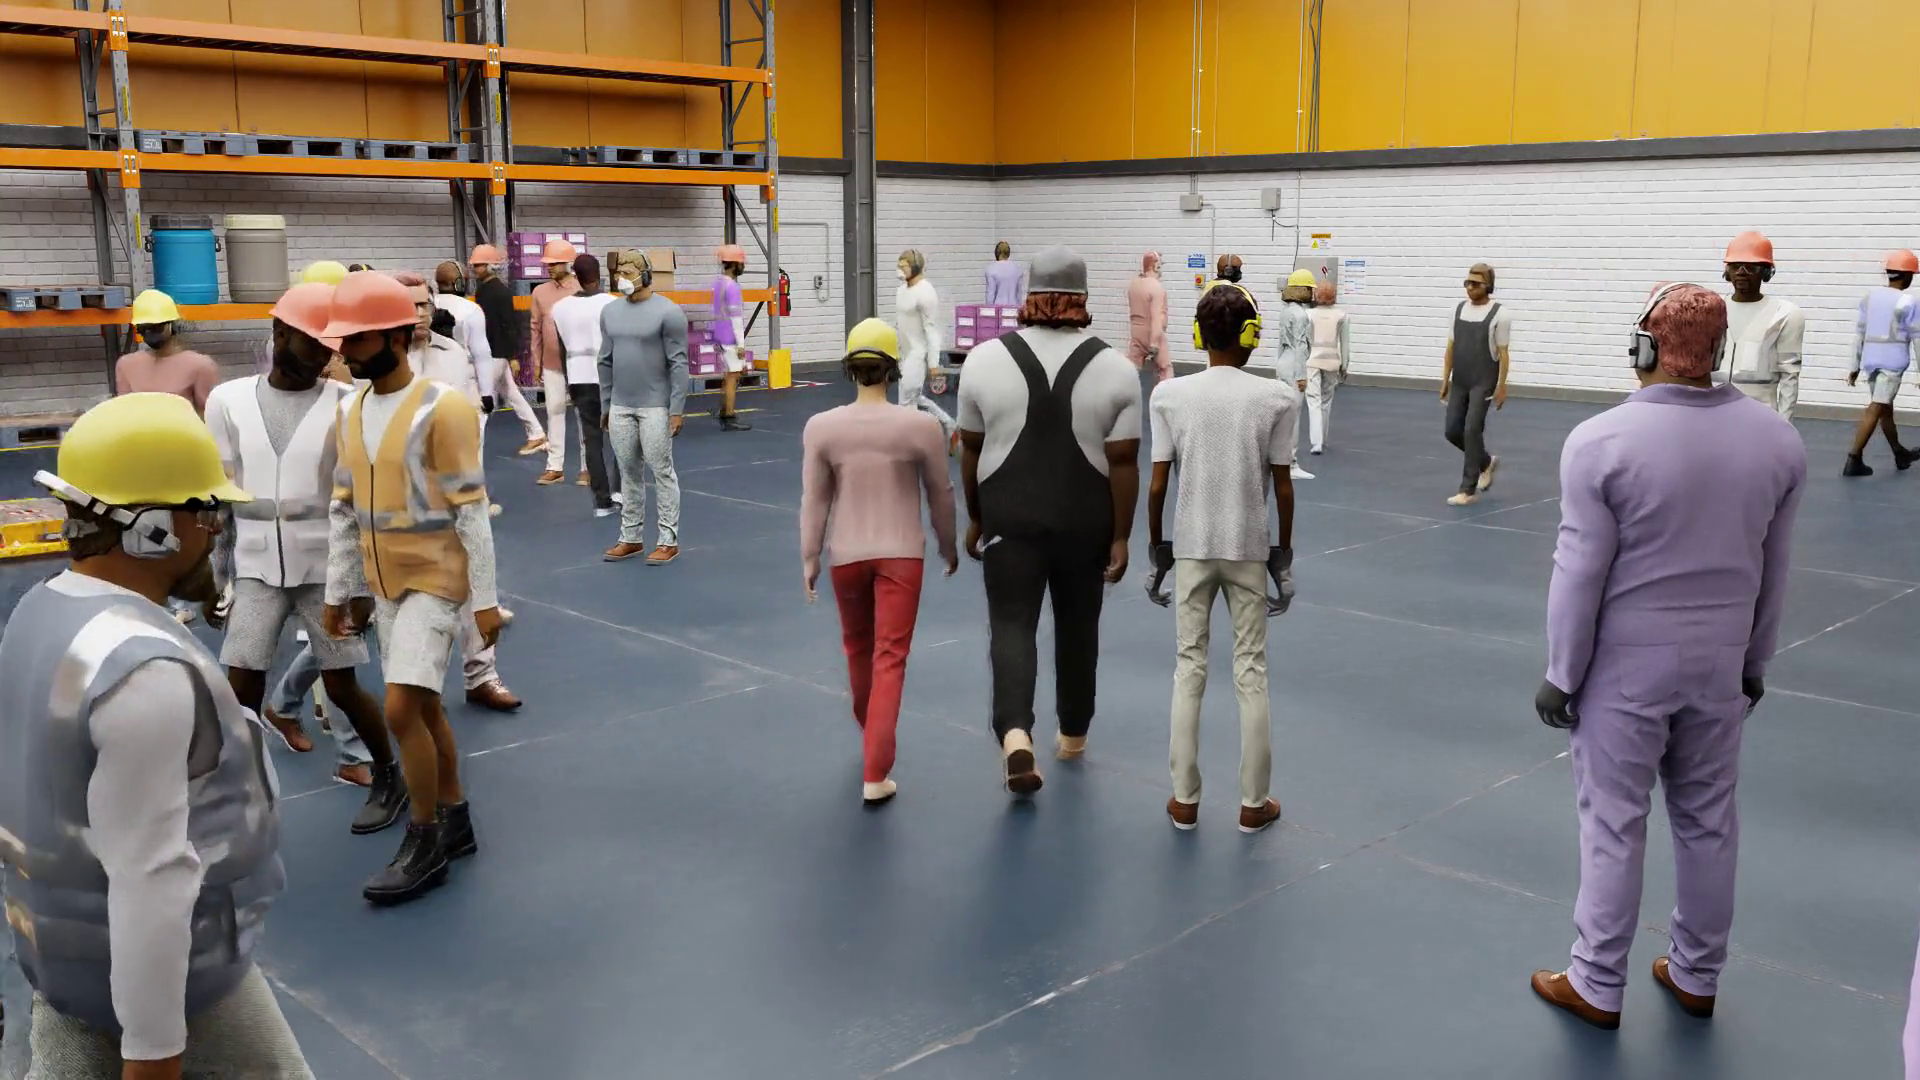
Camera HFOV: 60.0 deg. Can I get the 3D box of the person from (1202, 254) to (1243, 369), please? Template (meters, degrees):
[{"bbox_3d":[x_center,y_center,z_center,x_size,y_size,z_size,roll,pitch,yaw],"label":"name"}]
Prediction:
[{"bbox_3d":[2.591,-1.862,16.246,0.429,1.839,0.634,-3,11,-18],"label":"person"}]

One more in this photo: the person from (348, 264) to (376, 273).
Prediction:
[{"bbox_3d":[-4.393,-1.122,12.298,1.003,1.808,0.544,-5,11,-23],"label":"person"}]

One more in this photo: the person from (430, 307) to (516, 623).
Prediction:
[{"bbox_3d":[-2.611,-0.346,8.439,0.693,1.663,0.538,5,12,28],"label":"person"}]

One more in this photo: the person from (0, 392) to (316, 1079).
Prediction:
[{"bbox_3d":[-1.359,0.653,2.704,0.587,1.788,0.942,10,14,43],"label":"person"}]

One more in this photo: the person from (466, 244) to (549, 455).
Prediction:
[{"bbox_3d":[-4.224,-1.702,15.093,1.051,1.944,0.636,-7,13,-34],"label":"person"}]

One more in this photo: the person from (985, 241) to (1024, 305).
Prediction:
[{"bbox_3d":[0.591,-3.175,23.136,0.630,1.940,0.372,-8,13,-38],"label":"person"}]

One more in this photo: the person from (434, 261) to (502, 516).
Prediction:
[{"bbox_3d":[-3.604,-1.074,11.946,0.635,1.840,0.429,4,11,22],"label":"person"}]

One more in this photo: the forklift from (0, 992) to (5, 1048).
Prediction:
[{"bbox_3d":[-3.245,0.323,3.363,2.313,2.155,1.214,2,11,13],"label":"forklift"}]

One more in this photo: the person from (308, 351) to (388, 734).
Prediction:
[{"bbox_3d":[-2.557,-0.026,6.796,0.285,1.633,0.498,-5,12,-25],"label":"person"}]

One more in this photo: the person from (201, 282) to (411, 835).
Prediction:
[{"bbox_3d":[-2.177,0.106,5.473,0.591,1.901,0.657,-1,10,-3],"label":"person"}]

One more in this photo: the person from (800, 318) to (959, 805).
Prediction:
[{"bbox_3d":[-0.292,0.054,6.136,0.541,1.731,0.883,2,11,11],"label":"person"}]

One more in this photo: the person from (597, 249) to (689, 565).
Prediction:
[{"bbox_3d":[-1.965,-0.814,10.257,0.635,1.938,0.359,5,11,25],"label":"person"}]

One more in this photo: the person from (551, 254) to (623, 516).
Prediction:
[{"bbox_3d":[-2.637,-1.119,12.071,0.620,1.882,0.475,1,10,6],"label":"person"}]

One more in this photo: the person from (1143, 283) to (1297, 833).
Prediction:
[{"bbox_3d":[0.880,0.070,5.651,0.514,1.864,0.332,3,11,14],"label":"person"}]

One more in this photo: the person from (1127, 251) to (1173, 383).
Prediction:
[{"bbox_3d":[2.021,-2.208,18.086,0.994,1.866,0.640,-6,12,-29],"label":"person"}]

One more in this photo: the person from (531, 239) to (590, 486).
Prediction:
[{"bbox_3d":[-3.180,-1.426,13.452,0.612,1.990,0.392,2,11,11],"label":"person"}]

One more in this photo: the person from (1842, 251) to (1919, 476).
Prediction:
[{"bbox_3d":[7.903,-1.484,14.050,0.996,1.879,0.573,-4,11,-20],"label":"person"}]

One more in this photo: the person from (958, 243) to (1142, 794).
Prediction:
[{"bbox_3d":[0.325,-0.107,6.129,0.676,2.000,0.929,1,10,4],"label":"person"}]

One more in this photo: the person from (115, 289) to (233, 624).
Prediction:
[{"bbox_3d":[-4.042,-0.399,8.521,0.539,1.757,0.383,1,10,7],"label":"person"}]

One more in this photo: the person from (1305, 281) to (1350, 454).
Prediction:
[{"bbox_3d":[3.370,-1.615,15.564,0.512,1.595,0.864,0,10,-2],"label":"person"}]

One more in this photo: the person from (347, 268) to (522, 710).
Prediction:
[{"bbox_3d":[-2.185,-0.173,6.928,0.714,1.882,0.674,9,13,39],"label":"person"}]

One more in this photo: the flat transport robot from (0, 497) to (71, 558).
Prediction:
[{"bbox_3d":[-6.170,-0.100,10.916,0.652,0.197,1.431,-10,15,-44],"label":"flat transport robot"}]

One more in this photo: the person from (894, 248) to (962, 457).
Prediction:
[{"bbox_3d":[-0.316,-1.613,14.707,0.794,1.915,0.633,-4,11,-20],"label":"person"}]

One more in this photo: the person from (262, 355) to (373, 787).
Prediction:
[{"bbox_3d":[-2.432,0.100,6.230,0.763,1.609,0.526,3,11,16],"label":"person"}]

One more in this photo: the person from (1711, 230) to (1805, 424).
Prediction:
[{"bbox_3d":[4.274,-0.668,9.171,0.608,2.048,0.369,9,14,40],"label":"person"}]

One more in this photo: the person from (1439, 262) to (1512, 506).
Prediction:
[{"bbox_3d":[3.908,-1.178,12.553,0.614,1.827,0.532,-8,13,-39],"label":"person"}]

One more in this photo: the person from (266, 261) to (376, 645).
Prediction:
[{"bbox_3d":[-3.168,-0.453,8.424,0.578,1.886,0.801,3,11,16],"label":"person"}]

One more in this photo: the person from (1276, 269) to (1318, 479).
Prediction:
[{"bbox_3d":[2.811,-1.388,13.934,0.313,1.740,0.486,-1,10,-6],"label":"person"}]

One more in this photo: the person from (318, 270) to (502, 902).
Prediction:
[{"bbox_3d":[-1.745,0.147,5.079,0.573,1.912,0.668,6,12,31],"label":"person"}]

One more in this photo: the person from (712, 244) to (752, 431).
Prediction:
[{"bbox_3d":[-2.330,-2.074,17.157,0.400,1.926,0.566,-4,11,-22],"label":"person"}]

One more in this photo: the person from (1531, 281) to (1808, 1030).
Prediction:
[{"bbox_3d":[1.770,0.304,4.250,0.642,1.909,0.410,-2,11,-11],"label":"person"}]
